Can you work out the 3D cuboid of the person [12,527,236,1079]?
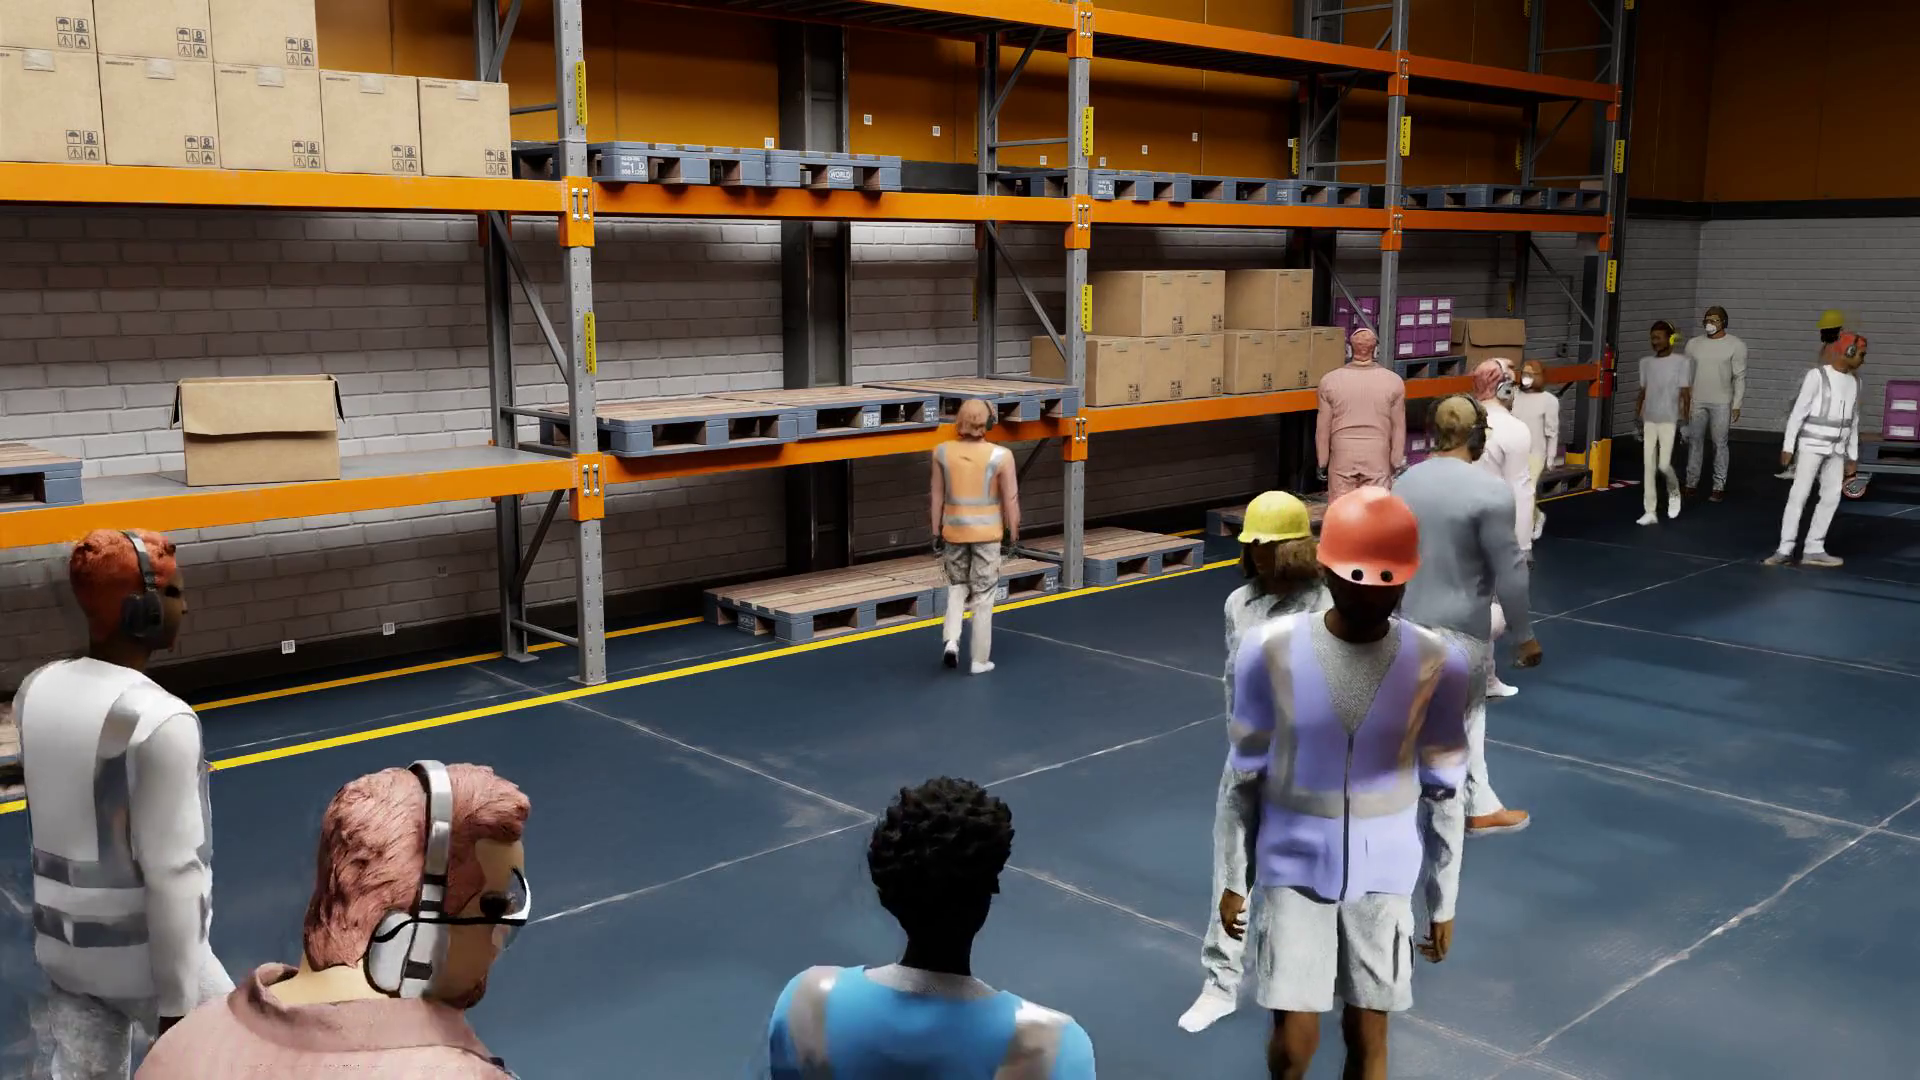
[{"bbox_3d":[-1.751,0.879,3.736,0.597,1.849,0.872,5,11,28],"label":"person"}]

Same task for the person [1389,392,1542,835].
[{"bbox_3d":[1.926,0.348,6.759,1.019,1.898,0.637,-4,10,-20],"label":"person"}]

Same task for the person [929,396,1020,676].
[{"bbox_3d":[0.090,-0.015,9.639,0.532,1.626,0.365,4,10,20],"label":"person"}]

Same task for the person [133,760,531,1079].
[{"bbox_3d":[-0.670,1.177,1.900,0.729,1.885,0.481,5,11,28],"label":"person"}]

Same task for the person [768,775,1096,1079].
[{"bbox_3d":[-0.085,1.198,2.440,0.541,1.666,0.775,3,10,16],"label":"person"}]

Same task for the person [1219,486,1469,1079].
[{"bbox_3d":[0.914,0.809,3.985,0.576,1.914,0.487,1,10,5],"label":"person"}]

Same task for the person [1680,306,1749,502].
[{"bbox_3d":[7.468,-1.353,16.559,0.362,1.939,0.636,-9,13,-43],"label":"person"}]

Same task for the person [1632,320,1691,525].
[{"bbox_3d":[6.373,-1.058,15.073,0.479,1.858,0.549,-8,12,-38],"label":"person"}]

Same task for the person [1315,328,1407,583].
[{"bbox_3d":[2.924,-0.590,12.184,0.650,1.908,0.405,2,10,12],"label":"person"}]

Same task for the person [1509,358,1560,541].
[{"bbox_3d":[4.685,-0.697,13.659,0.642,1.613,0.508,-8,12,-38],"label":"person"}]

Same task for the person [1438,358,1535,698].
[{"bbox_3d":[2.809,-0.033,8.955,0.618,1.892,0.659,-4,10,-20],"label":"person"}]

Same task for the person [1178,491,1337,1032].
[{"bbox_3d":[1.066,0.674,5.373,0.486,1.706,0.842,8,13,41],"label":"person"}]

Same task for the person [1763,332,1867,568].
[{"bbox_3d":[6.661,-0.686,12.945,0.745,1.857,0.358,-3,10,-19],"label":"person"}]

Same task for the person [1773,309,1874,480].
[{"bbox_3d":[9.361,-1.527,17.802,0.942,1.879,0.582,1,10,3],"label":"person"}]
